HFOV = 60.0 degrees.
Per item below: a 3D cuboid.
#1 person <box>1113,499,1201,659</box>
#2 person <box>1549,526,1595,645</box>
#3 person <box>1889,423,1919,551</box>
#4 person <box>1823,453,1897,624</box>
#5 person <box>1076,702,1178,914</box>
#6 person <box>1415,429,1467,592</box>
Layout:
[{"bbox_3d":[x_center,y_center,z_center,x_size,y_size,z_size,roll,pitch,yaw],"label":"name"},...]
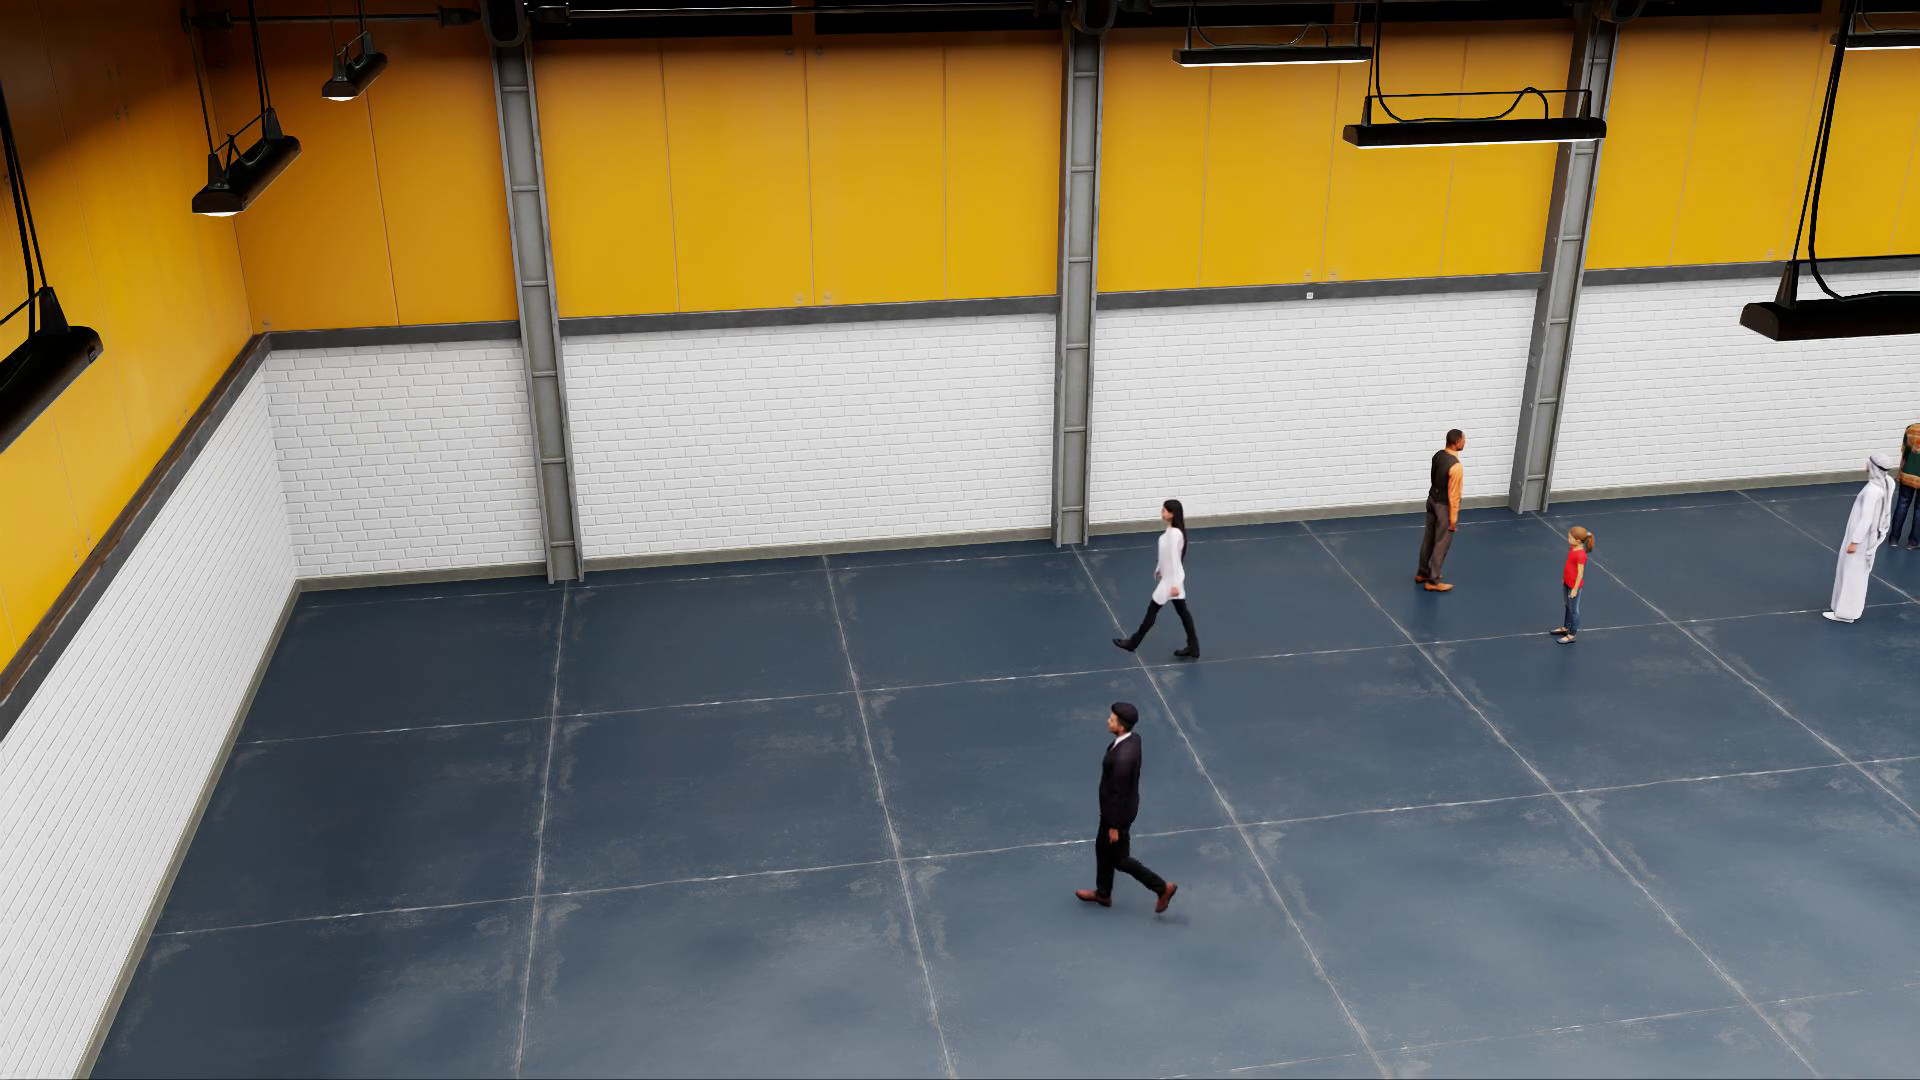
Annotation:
[{"bbox_3d":[2.264,0.448,17.087,1.219,1.757,0.904,4,24,9],"label":"person"},{"bbox_3d":[6.503,0.461,17.617,0.534,1.307,0.524,1,24,1],"label":"person"},{"bbox_3d":[11.430,-0.773,19.818,0.826,1.806,0.873,18,30,36],"label":"person"},{"bbox_3d":[9.768,-0.035,17.981,0.872,1.926,0.790,20,30,38],"label":"person"},{"bbox_3d":[1.340,2.142,13.079,1.169,1.863,0.965,6,24,13],"label":"person"},{"bbox_3d":[5.424,-0.353,18.731,0.610,1.908,0.689,-6,24,-13],"label":"person"}]
